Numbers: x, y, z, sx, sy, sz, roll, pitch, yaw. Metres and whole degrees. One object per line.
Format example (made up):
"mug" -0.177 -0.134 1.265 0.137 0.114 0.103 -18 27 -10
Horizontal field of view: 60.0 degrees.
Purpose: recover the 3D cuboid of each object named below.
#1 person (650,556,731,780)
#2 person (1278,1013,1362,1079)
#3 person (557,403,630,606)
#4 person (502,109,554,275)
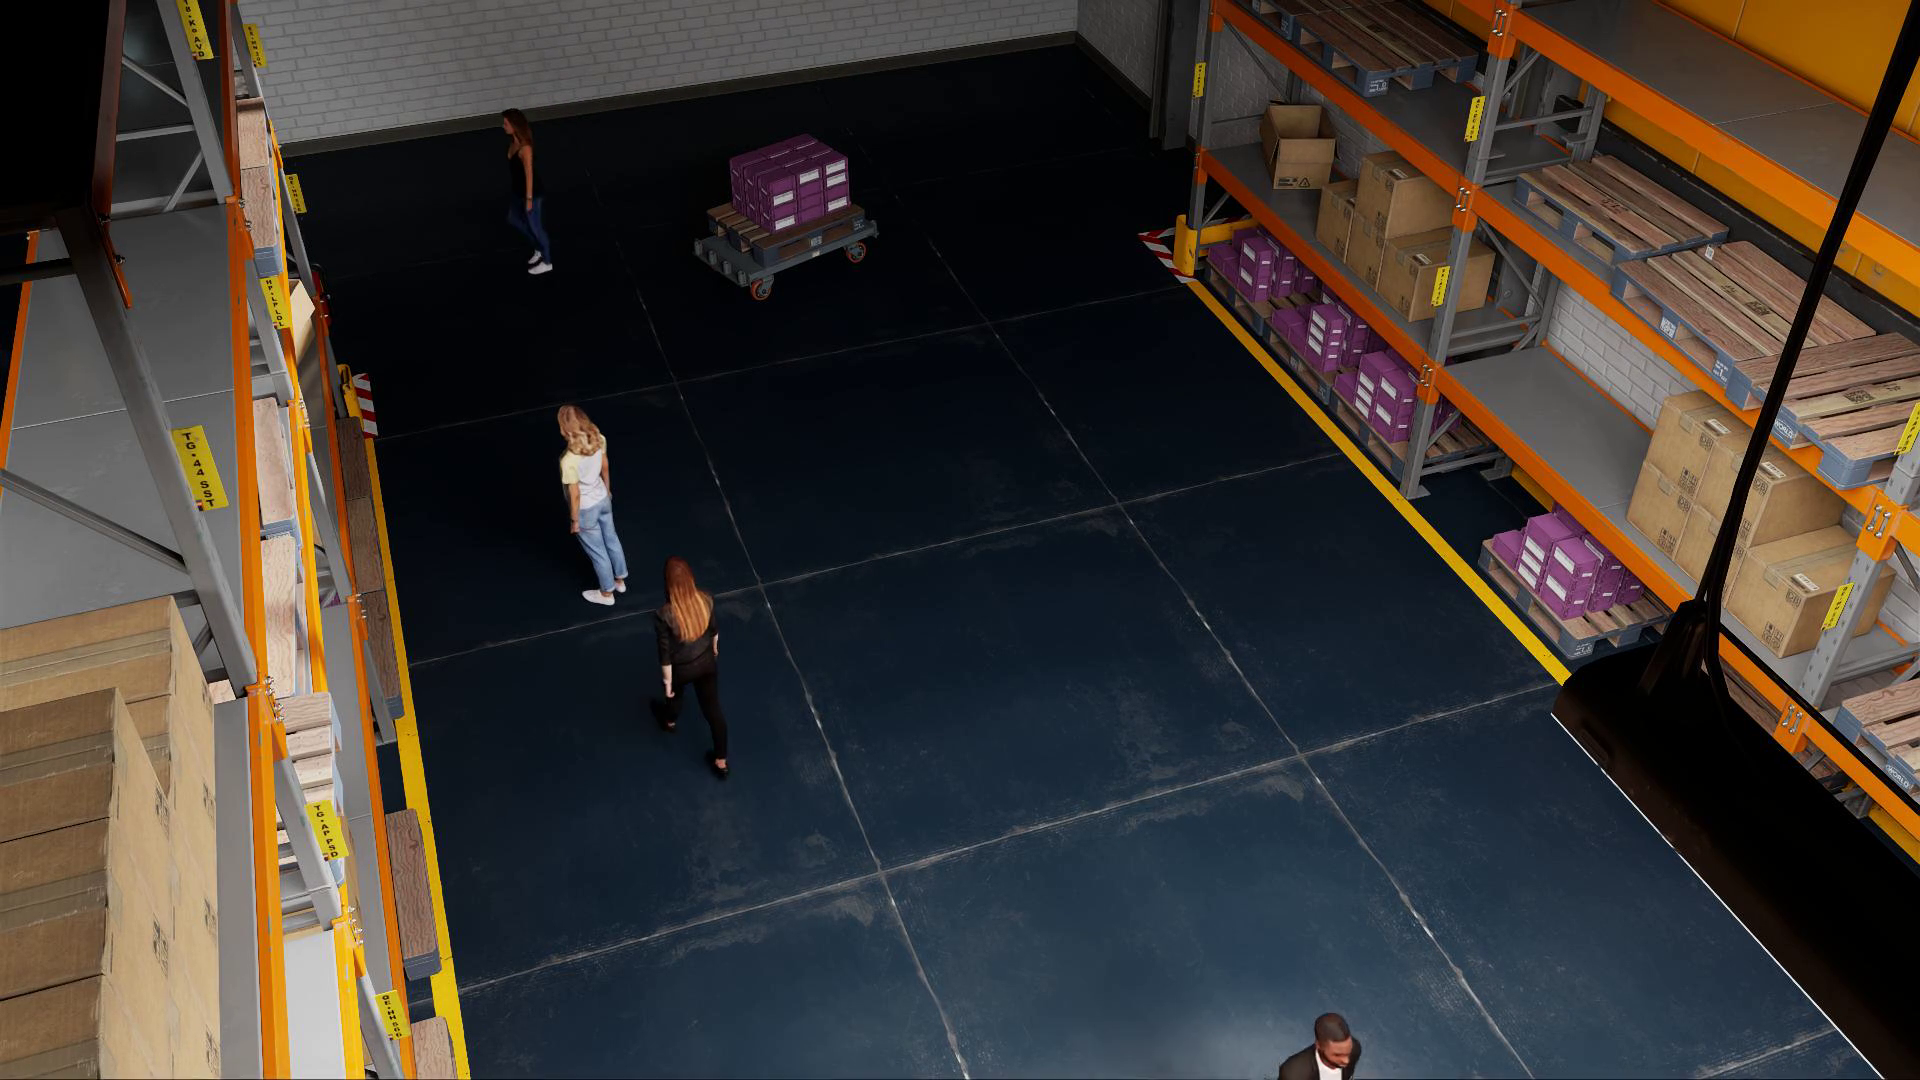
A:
"person" -1.687 0.874 10.721 0.781 1.678 1.107 -23 44 -26
"person" 1.611 2.851 8.183 0.711 1.757 1.175 -18 42 -21
"person" -2.683 -0.252 12.096 0.756 1.723 0.699 17 42 20
"person" -4.090 -3.370 16.009 0.703 1.711 0.585 -21 43 -24
